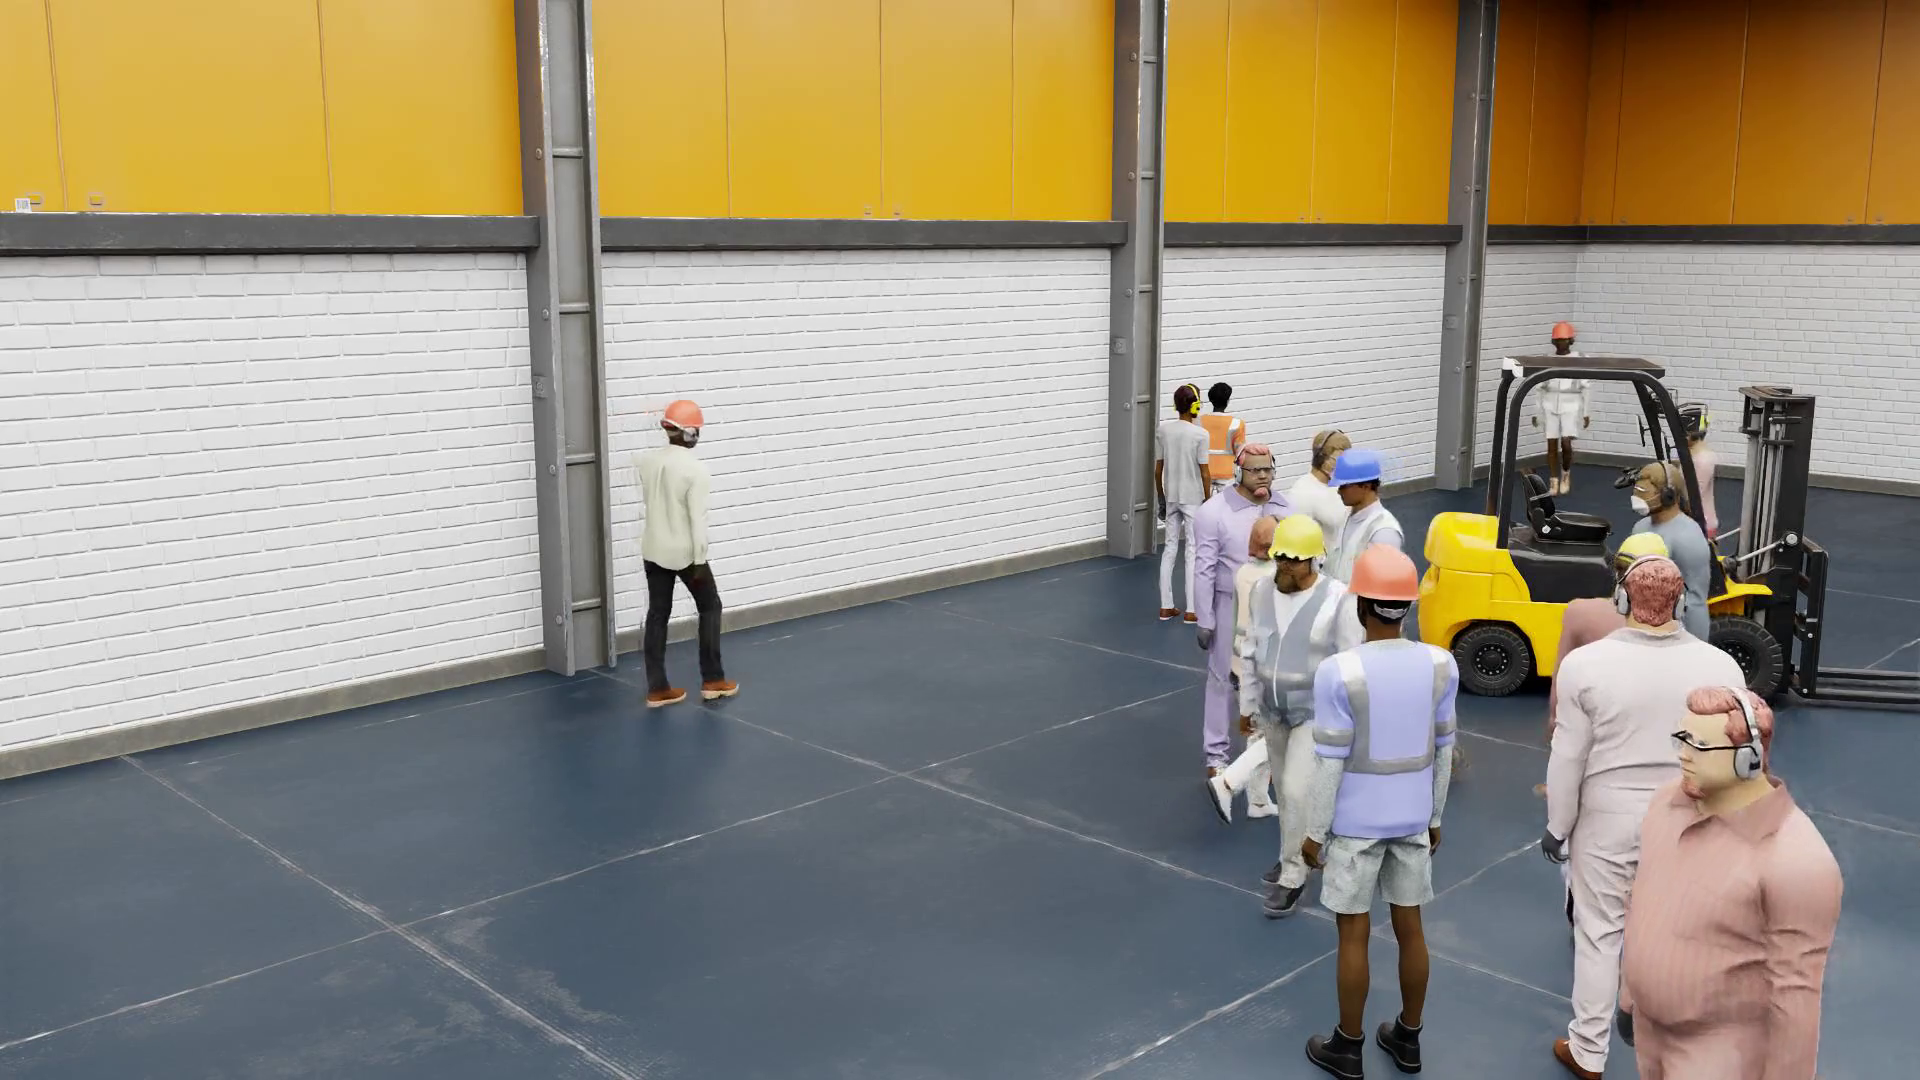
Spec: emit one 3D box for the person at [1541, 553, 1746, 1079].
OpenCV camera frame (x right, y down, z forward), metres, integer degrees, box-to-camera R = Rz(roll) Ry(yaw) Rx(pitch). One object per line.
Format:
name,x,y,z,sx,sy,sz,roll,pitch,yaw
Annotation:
person,2.393,0.993,5.898,0.650,1.906,0.401,1,10,5

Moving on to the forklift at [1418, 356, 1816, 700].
forklift,4.276,-0.101,11.076,2.313,2.155,1.214,2,11,13

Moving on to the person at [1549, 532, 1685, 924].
person,2.846,0.832,7.278,0.539,1.730,0.717,5,11,24

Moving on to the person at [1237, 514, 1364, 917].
person,1.474,0.771,7.423,0.732,1.793,0.642,-9,14,-42

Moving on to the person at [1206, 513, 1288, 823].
person,1.485,0.674,8.401,0.507,1.618,0.525,-4,11,-22

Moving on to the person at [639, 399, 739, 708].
person,-1.767,0.077,10.723,0.631,1.963,0.757,6,12,31

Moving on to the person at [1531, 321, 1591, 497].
person,6.891,-1.492,19.108,0.645,2.028,0.426,7,12,33

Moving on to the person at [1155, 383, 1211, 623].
person,1.753,-0.284,12.959,0.514,1.872,0.328,9,13,39

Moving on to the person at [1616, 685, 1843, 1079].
person,2.014,1.283,4.402,0.867,1.877,0.653,-2,11,-10

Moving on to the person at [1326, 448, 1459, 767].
person,2.261,0.437,8.987,0.990,1.900,0.616,-2,11,-11

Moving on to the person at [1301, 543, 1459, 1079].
person,1.473,0.973,5.918,0.543,1.939,0.360,-3,11,-15

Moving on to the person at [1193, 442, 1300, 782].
person,1.581,0.413,9.056,0.651,1.907,0.409,-4,11,-20

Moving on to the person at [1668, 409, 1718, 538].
person,5.324,-0.095,12.307,0.740,1.736,0.525,1,10,4

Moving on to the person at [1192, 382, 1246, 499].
person,2.326,-0.581,15.073,0.535,1.691,0.319,3,11,18

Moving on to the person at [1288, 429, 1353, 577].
person,2.035,0.319,9.498,0.354,1.932,0.635,7,12,33

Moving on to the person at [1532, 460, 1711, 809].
person,3.487,0.529,8.485,1.030,1.879,0.656,1,10,3
